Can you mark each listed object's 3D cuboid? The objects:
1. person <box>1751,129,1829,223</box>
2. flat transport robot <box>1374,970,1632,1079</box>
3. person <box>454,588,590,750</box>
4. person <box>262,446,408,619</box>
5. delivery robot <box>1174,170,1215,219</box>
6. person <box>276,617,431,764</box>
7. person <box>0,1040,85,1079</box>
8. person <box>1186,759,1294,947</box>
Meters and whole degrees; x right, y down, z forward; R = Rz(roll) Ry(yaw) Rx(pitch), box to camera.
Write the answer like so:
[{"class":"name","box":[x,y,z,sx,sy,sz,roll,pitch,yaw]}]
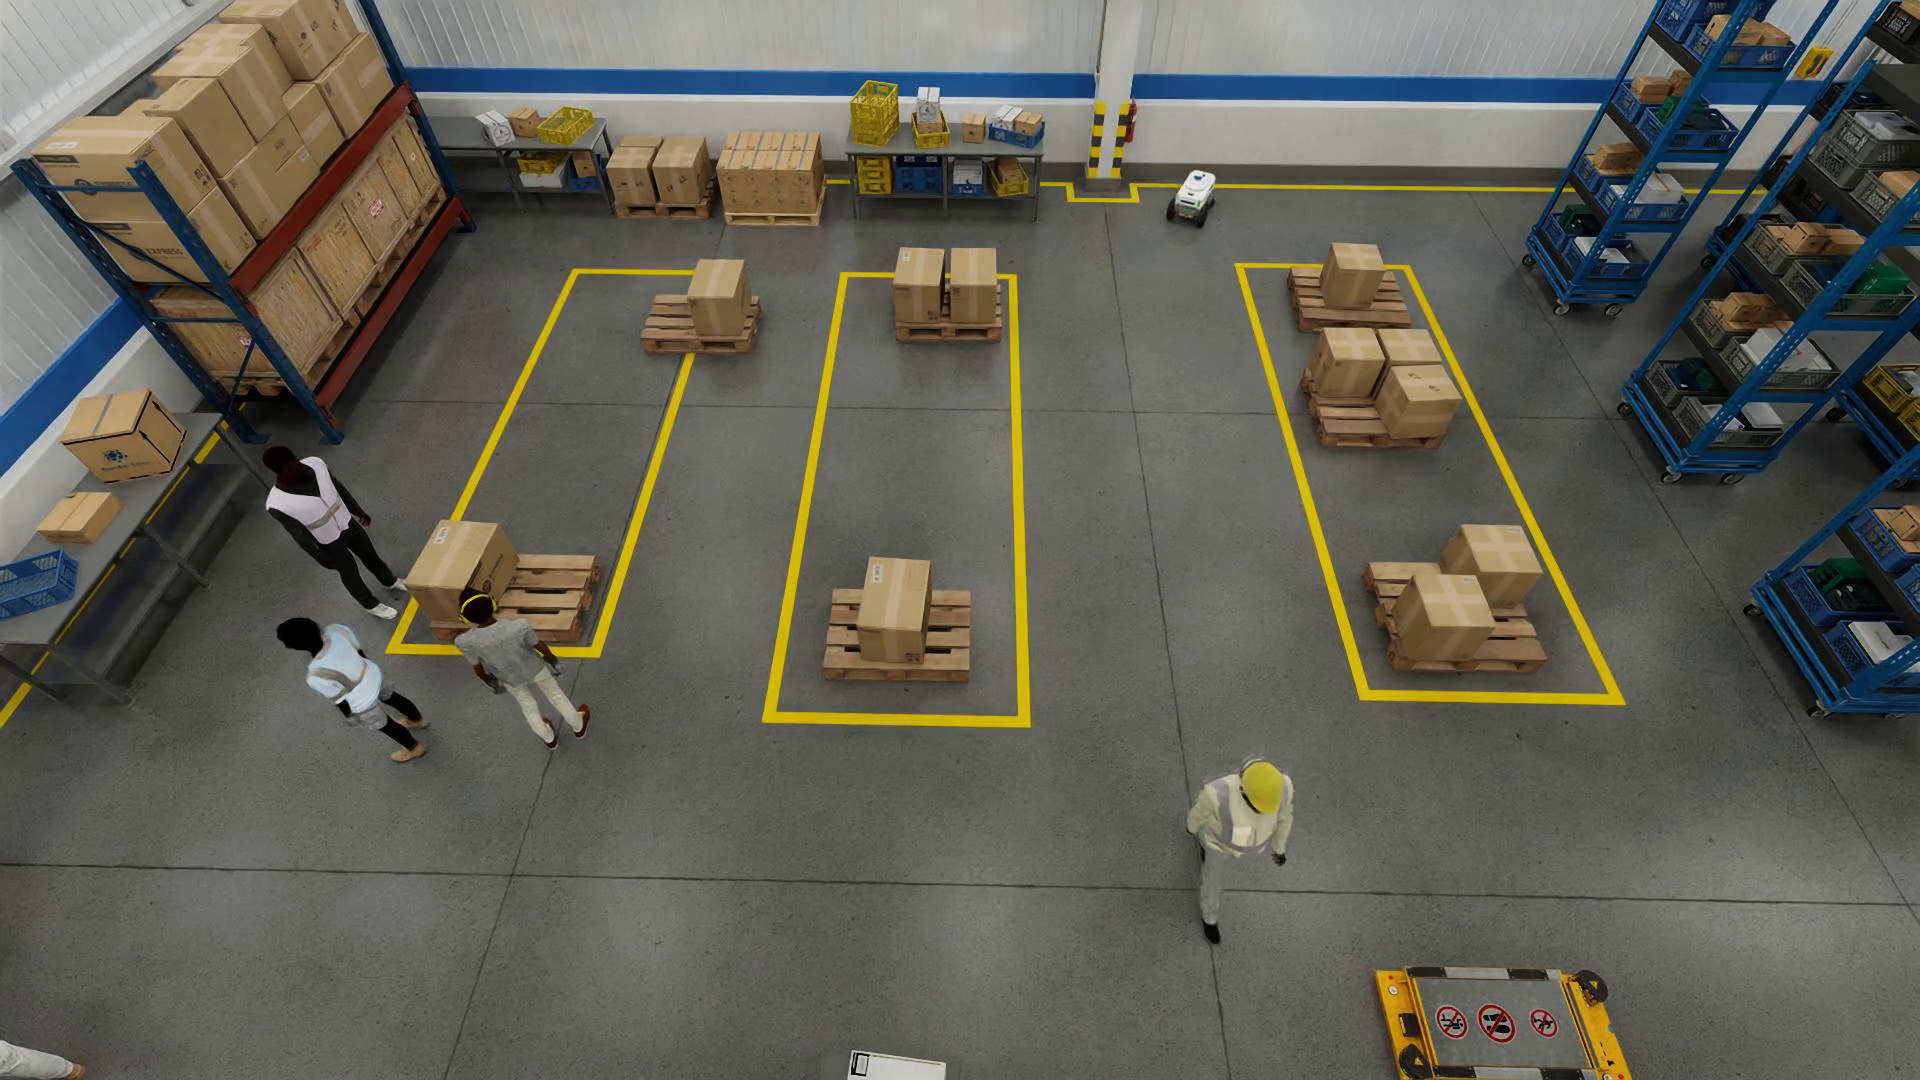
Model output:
[{"class":"person","box":[9.998,-4.287,10.887,0.484,1.957,0.736,20,53,15]},{"class":"flat transport robot","box":[3.501,3.133,5.914,1.431,0.197,0.652,1,51,1]},{"class":"person","box":[-3.188,0.945,6.670,0.531,1.876,0.317,-18,53,-14]},{"class":"person","box":[-5.113,-0.073,7.480,0.384,1.910,0.592,7,51,6]},{"class":"delivery robot","box":[3.060,-4.537,11.926,0.477,0.478,0.707,21,54,16]},{"class":"person","box":[-4.375,1.085,6.668,0.317,1.695,0.540,-7,51,-5]},{"class":"person","box":[-5.711,2.954,5.054,0.429,1.842,0.634,-6,51,-5]},{"class":"person","box":[1.794,1.921,5.923,0.595,1.795,0.809,-9,51,-7]}]
